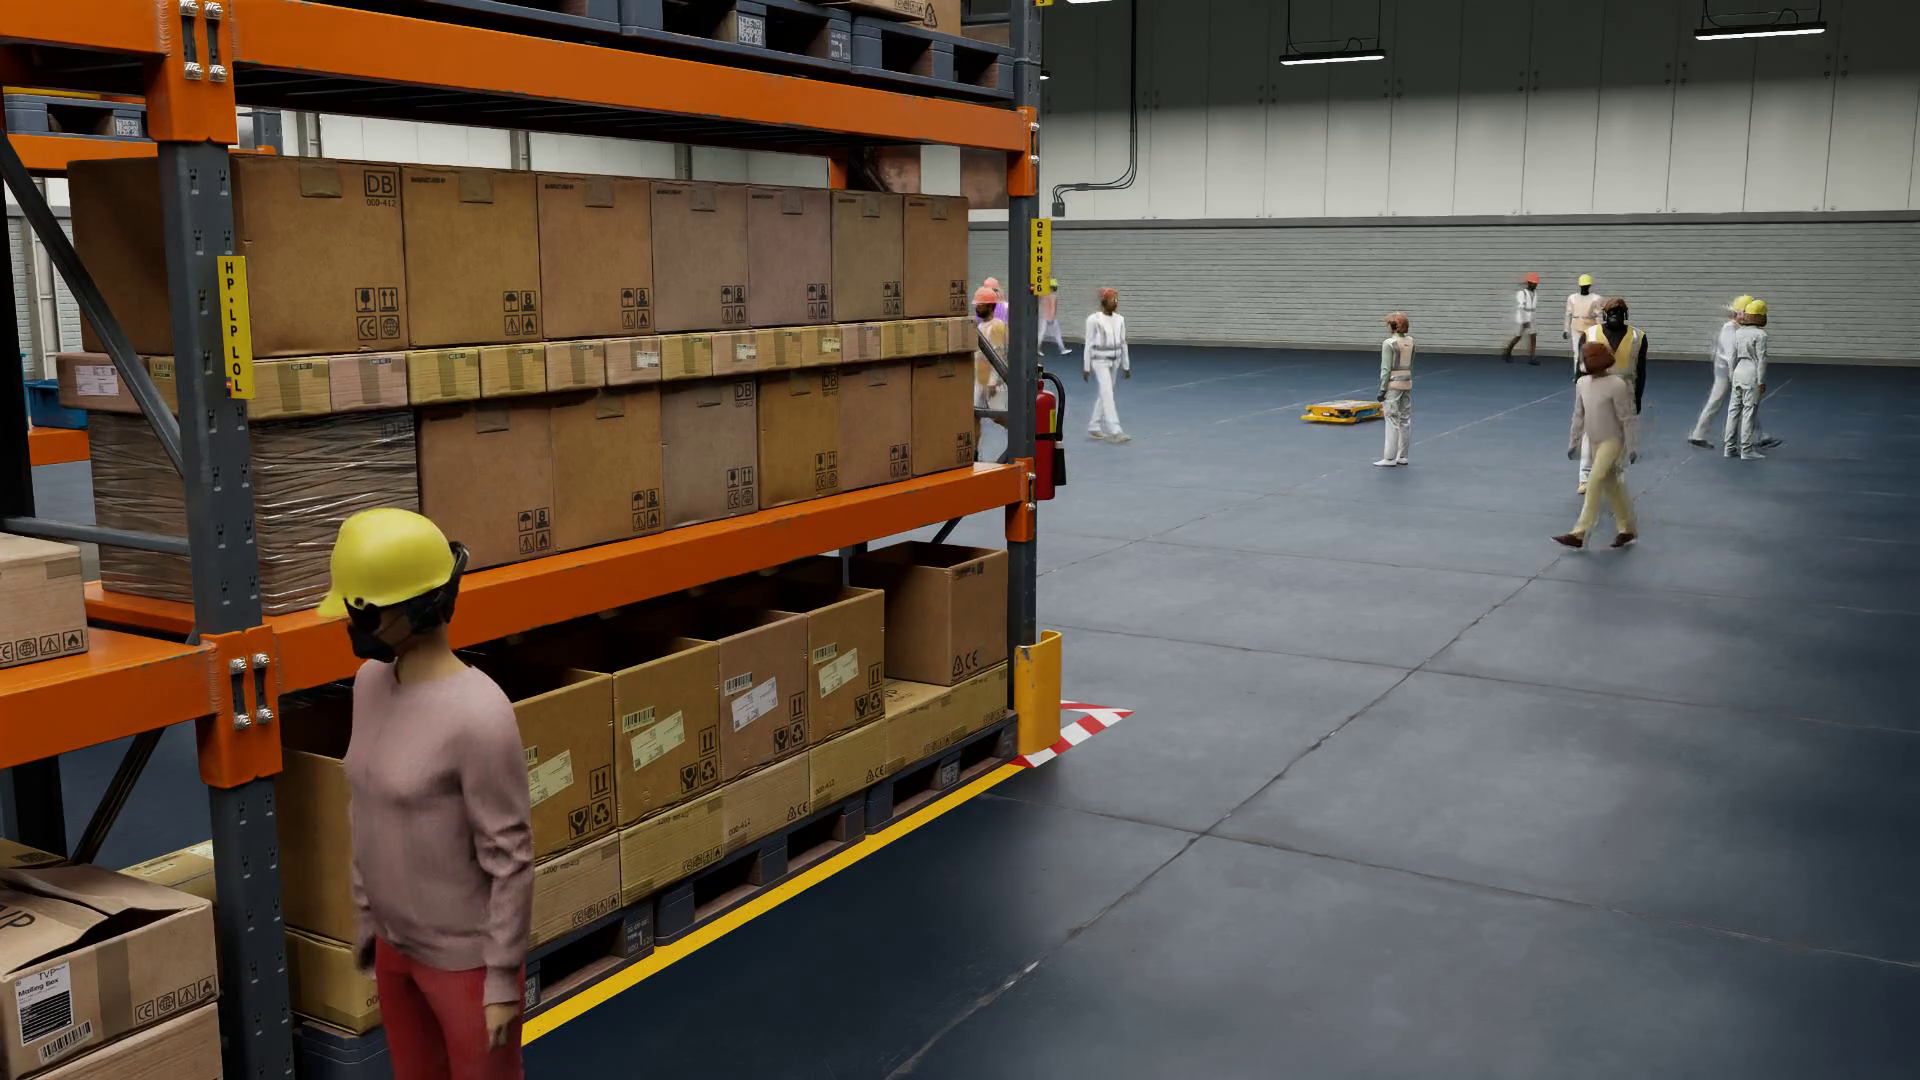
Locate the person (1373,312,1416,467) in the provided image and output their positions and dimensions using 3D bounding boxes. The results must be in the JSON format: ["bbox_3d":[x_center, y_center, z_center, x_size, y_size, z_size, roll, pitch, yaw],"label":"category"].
[{"bbox_3d":[4.625,-1.592,17.633,0.514,1.641,0.307,-9,13,-41],"label":"person"}]

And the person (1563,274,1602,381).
[{"bbox_3d":[11.019,-3.746,29.473,0.594,1.906,0.518,6,12,33],"label":"person"}]

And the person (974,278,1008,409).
[{"bbox_3d":[0.424,-2.861,24.303,0.555,1.902,0.854,-4,10,-20],"label":"person"}]

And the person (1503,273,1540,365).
[{"bbox_3d":[11.633,-4.558,34.296,0.528,1.892,0.940,-3,10,-18],"label":"person"}]

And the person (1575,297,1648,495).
[{"bbox_3d":[6.076,-1.338,15.556,0.627,1.844,0.429,3,10,15],"label":"person"}]

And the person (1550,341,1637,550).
[{"bbox_3d":[4.846,-0.705,12.585,0.857,1.585,0.527,-3,10,-15],"label":"person"}]

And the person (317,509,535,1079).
[{"bbox_3d":[-1.039,0.804,3.264,0.525,1.759,0.337,8,13,41],"label":"person"}]

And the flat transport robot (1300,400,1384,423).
[{"bbox_3d":[5.239,-1.752,22.570,0.652,0.197,1.431,7,12,37],"label":"flat transport robot"}]

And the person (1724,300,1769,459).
[{"bbox_3d":[8.707,-1.765,18.343,0.323,1.743,0.489,-3,10,-16],"label":"person"}]

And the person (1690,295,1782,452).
[{"bbox_3d":[8.865,-1.889,18.966,0.596,1.771,0.977,-9,14,-44],"label":"person"}]

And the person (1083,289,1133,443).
[{"bbox_3d":[1.814,-2.090,19.985,0.601,1.837,0.894,-8,13,-39],"label":"person"}]

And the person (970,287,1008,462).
[{"bbox_3d":[0.360,-1.715,17.574,0.850,1.917,0.548,-5,11,-27],"label":"person"}]

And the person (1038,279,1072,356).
[{"bbox_3d":[2.054,-4.968,37.153,0.932,1.714,0.541,-5,11,-25],"label":"person"}]
